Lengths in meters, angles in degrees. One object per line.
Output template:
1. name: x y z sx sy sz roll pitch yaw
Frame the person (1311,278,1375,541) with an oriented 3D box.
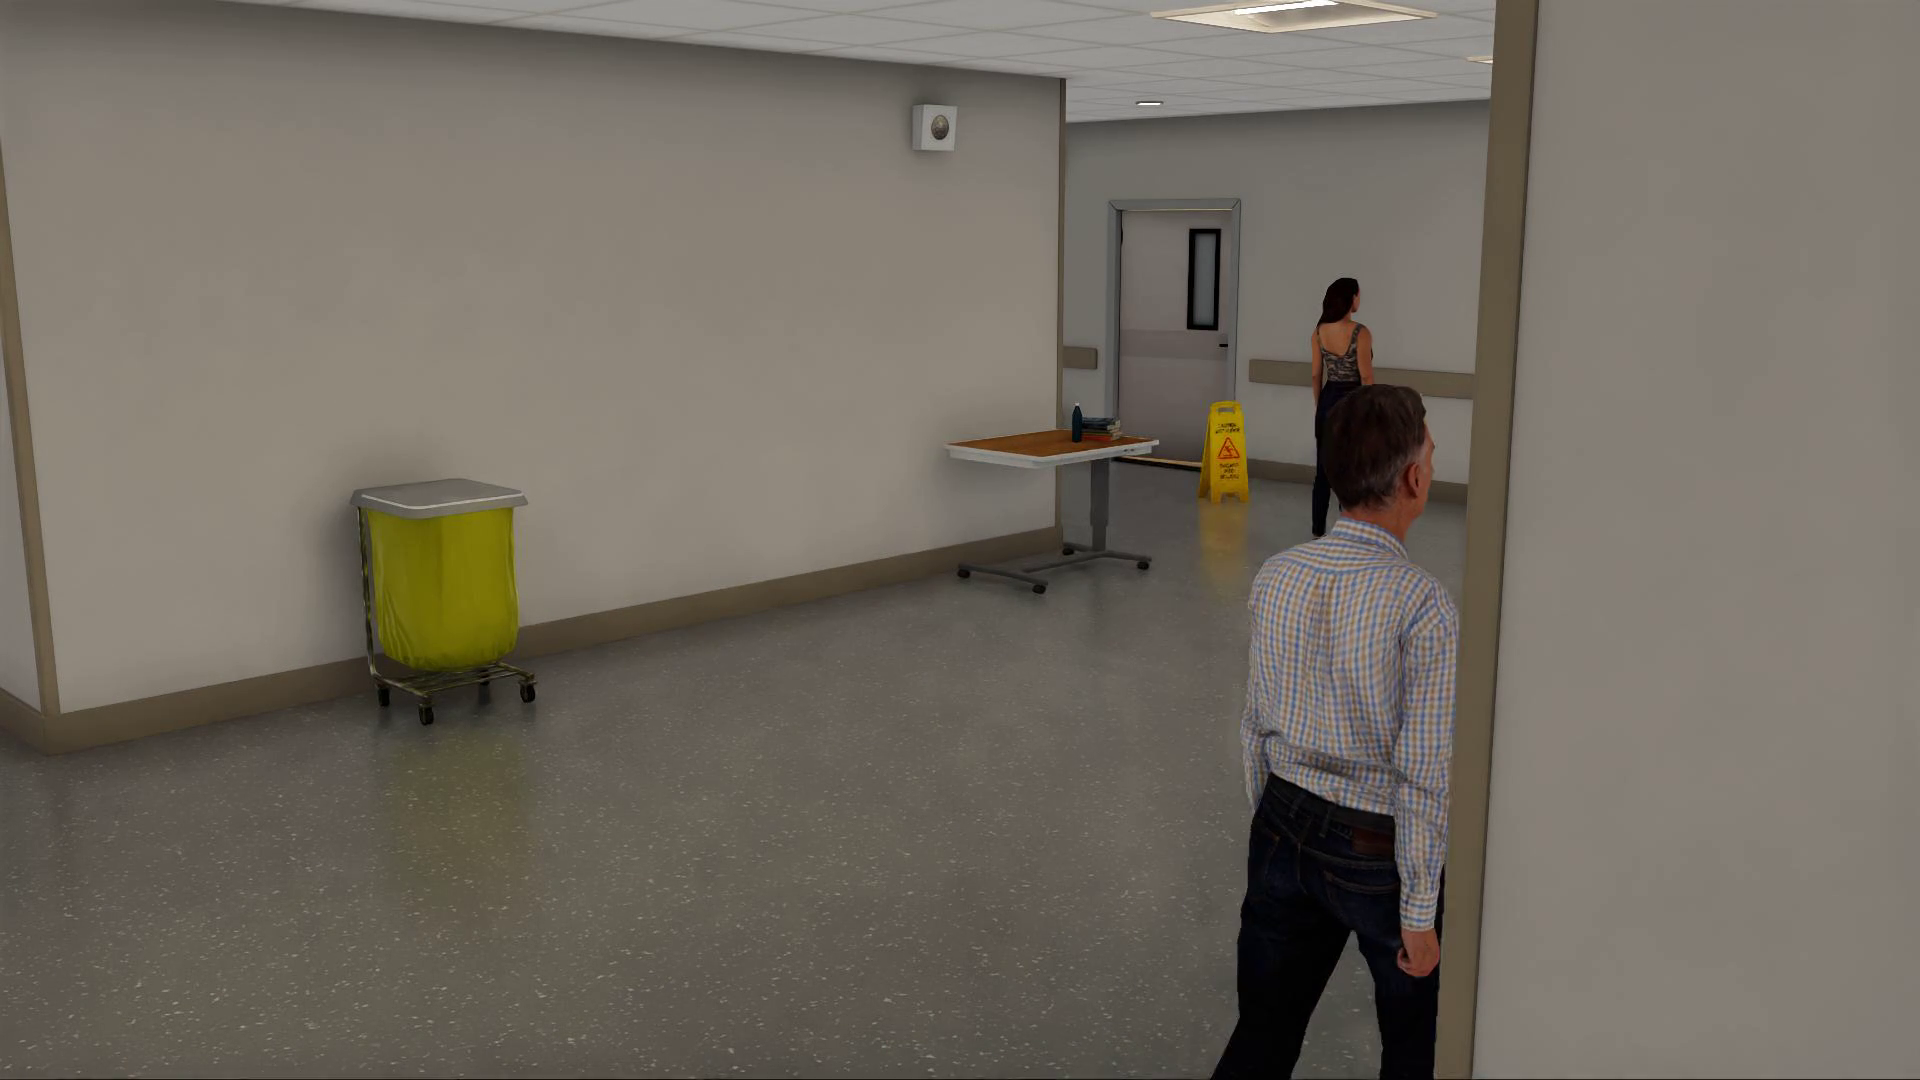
1. person: 2.446 -0.798 10.679 0.659 1.770 0.453 -10 15 -43

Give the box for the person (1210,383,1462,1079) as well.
1. person: 0.665 0.632 3.117 0.743 1.782 1.118 -10 14 -41
